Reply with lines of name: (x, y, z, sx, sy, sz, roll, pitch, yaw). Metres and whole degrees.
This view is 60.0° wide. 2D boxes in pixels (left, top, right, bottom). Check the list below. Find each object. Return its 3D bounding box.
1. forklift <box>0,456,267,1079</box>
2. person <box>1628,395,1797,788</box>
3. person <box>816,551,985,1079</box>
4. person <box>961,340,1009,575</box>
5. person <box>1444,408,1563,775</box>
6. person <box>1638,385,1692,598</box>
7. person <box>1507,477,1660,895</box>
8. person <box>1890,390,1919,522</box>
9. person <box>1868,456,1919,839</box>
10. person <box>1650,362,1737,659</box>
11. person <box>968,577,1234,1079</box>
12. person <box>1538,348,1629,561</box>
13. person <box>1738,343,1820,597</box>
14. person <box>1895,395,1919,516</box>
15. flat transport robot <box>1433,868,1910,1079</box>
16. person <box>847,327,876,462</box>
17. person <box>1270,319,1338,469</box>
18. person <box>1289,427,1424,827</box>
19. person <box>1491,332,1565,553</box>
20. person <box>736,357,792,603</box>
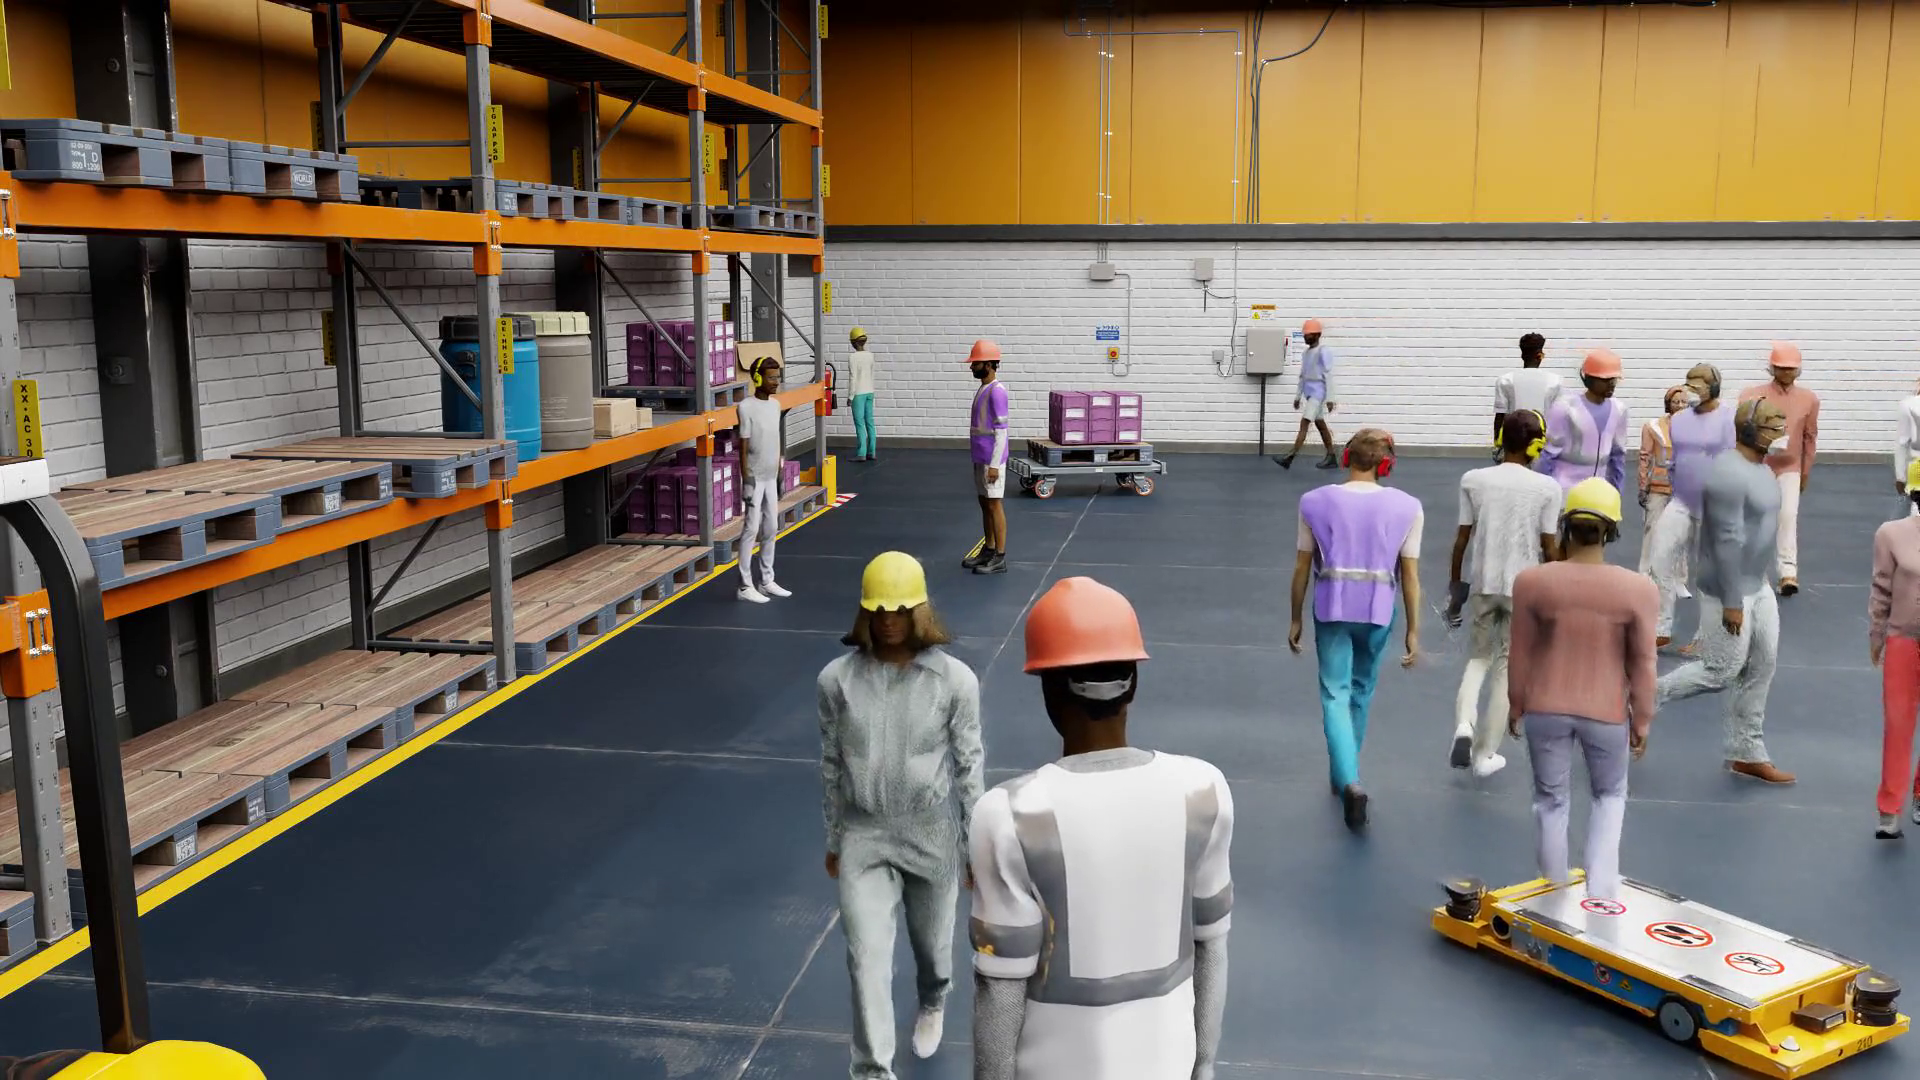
forklift: (-2.328, 0.975, 2.765, 2.313, 2.155, 1.214, 1, 9, 9)
person: (3.704, 0.241, 8.161, 0.774, 1.922, 0.636, 9, 13, 43)
person: (-0.171, 0.857, 4.979, 0.495, 1.713, 0.837, 1, 9, 3)
person: (0.214, -0.685, 13.788, 0.357, 1.937, 0.551, -3, 10, -15)
person: (2.657, 0.274, 8.189, 0.522, 1.842, 0.477, 6, 11, 32)
person: (5.458, -0.369, 12.756, 0.523, 1.639, 0.306, 1, 9, 4)
person: (2.310, 0.637, 6.221, 0.525, 1.755, 0.359, 4, 10, 22)
person: (8.459, -0.618, 14.427, 0.514, 1.602, 0.778, -5, 11, -31)
person: (4.244, 0.474, 7.297, 0.516, 1.714, 0.884, 6, 11, 35)
person: (4.657, -0.168, 10.653, 0.708, 1.921, 0.634, -5, 10, -26)
person: (0.255, 1.029, 3.253, 0.542, 1.928, 0.377, -3, 10, -20)
person: (4.395, -0.357, 11.720, 0.631, 1.983, 0.894, -4, 10, -21)
person: (6.344, -0.554, 12.959, 0.633, 1.936, 1.041, 3, 10, 16)
person: (7.741, -0.525, 13.174, 0.578, 1.819, 1.030, 3, 10, 18)
flat transport robot: (2.425, 1.441, 5.806, 0.652, 0.197, 1.431, -6, 11, -31)
person: (-1.317, -1.904, 21.840, 0.327, 1.765, 0.528, 6, 11, 32)
person: (4.365, -1.819, 20.918, 0.996, 1.886, 0.570, -2, 9, -13)
person: (1.819, 0.387, 7.649, 0.586, 1.799, 0.876, 1, 9, 9)
person: (5.050, -0.864, 14.813, 0.608, 1.963, 0.370, 3, 10, 16)
person: (-1.505, -0.458, 12.644, 0.319, 1.860, 0.509, 6, 11, 31)
